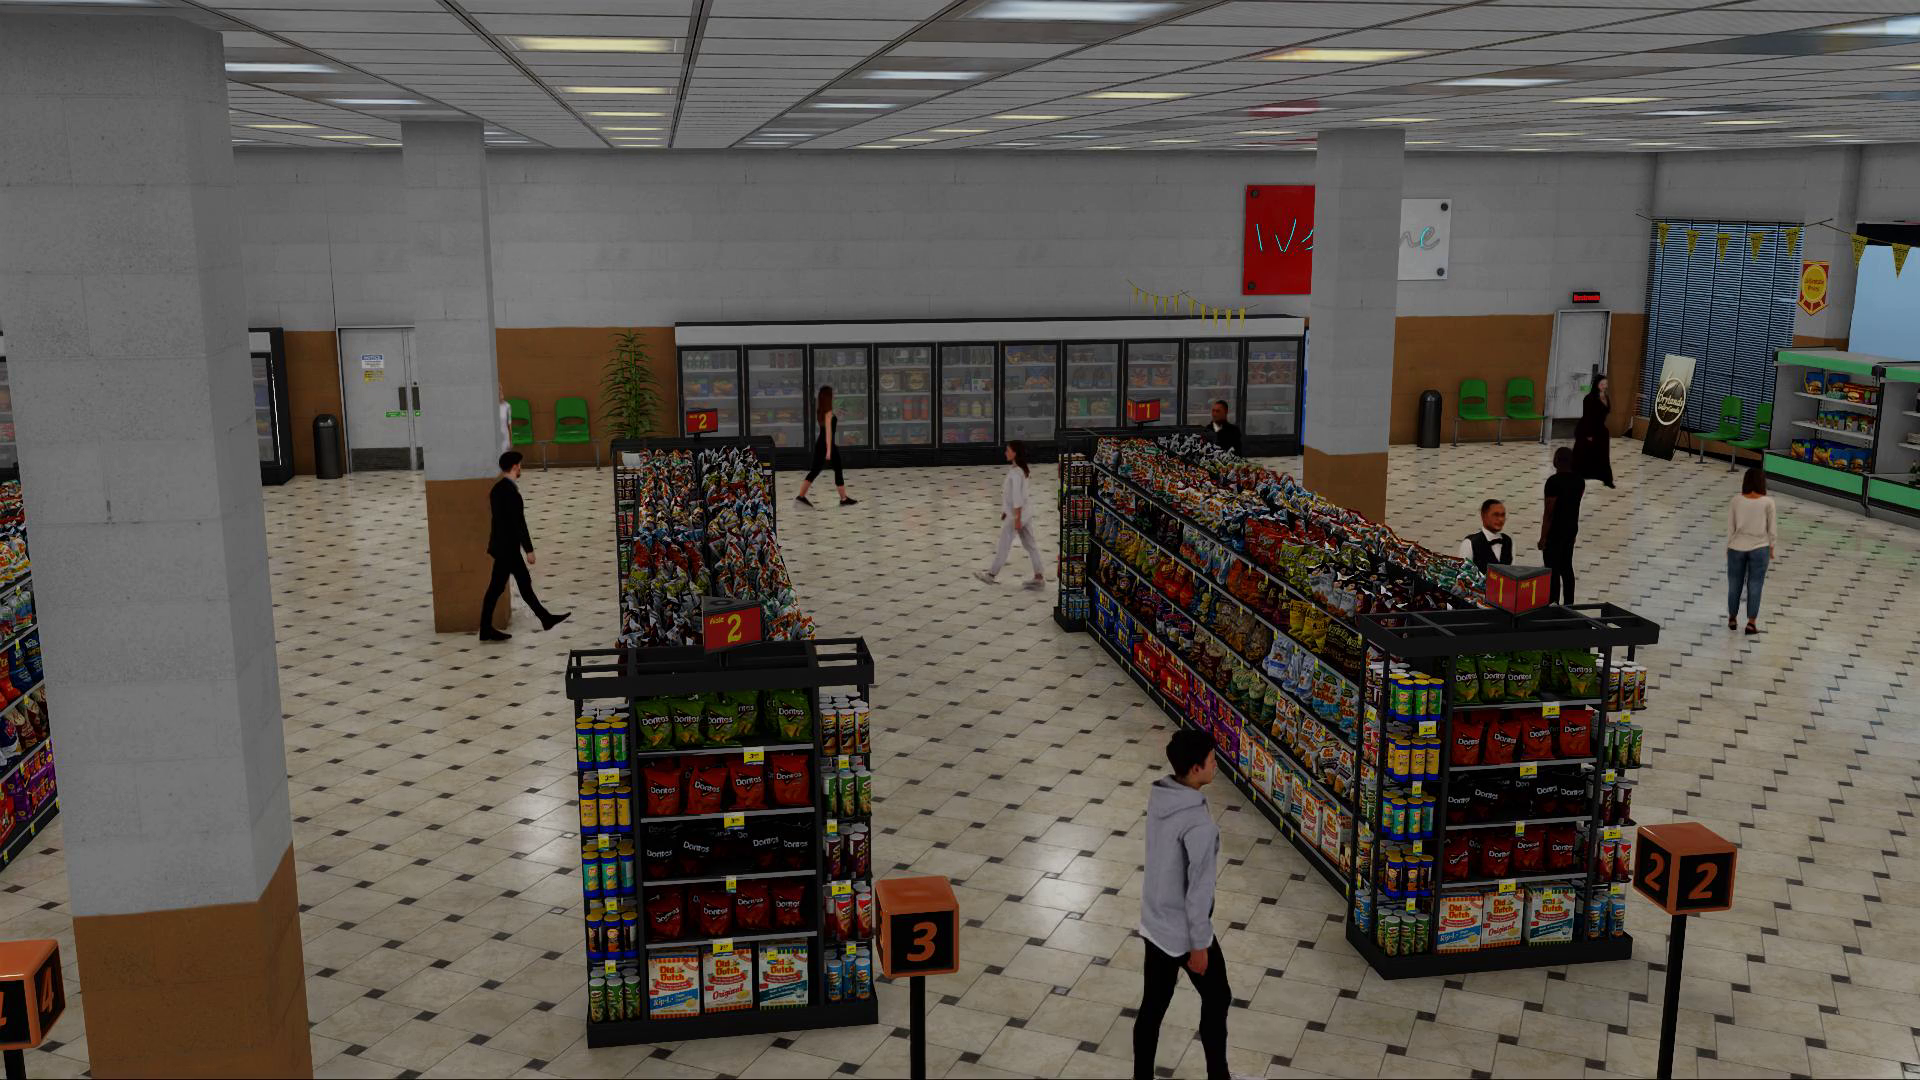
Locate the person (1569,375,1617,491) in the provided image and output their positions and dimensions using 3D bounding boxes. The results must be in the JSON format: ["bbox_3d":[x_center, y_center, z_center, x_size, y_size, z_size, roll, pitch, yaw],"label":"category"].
[{"bbox_3d":[9.204,-1.565,24.468,0.986,1.700,1.220,-10,15,-39],"label":"person"}]

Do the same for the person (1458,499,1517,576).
[{"bbox_3d":[4.305,0.602,13.651,0.728,1.918,0.618,-4,13,-18],"label":"person"}]

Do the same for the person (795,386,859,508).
[{"bbox_3d":[-1.946,-1.254,23.011,0.894,1.692,1.137,-6,13,-27],"label":"person"}]

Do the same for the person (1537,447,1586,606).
[{"bbox_3d":[6.127,-0.050,16.985,0.729,1.819,0.664,-6,13,-28],"label":"person"}]

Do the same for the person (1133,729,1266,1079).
[{"bbox_3d":[0.945,1.834,7.826,0.892,1.907,0.920,-5,13,-22],"label":"person"}]

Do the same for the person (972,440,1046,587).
[{"bbox_3d":[0.720,-0.259,18.395,0.942,1.647,1.072,3,12,13],"label":"person"}]

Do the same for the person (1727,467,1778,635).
[{"bbox_3d":[7.884,0.095,16.615,0.683,1.688,0.761,10,15,39],"label":"person"}]

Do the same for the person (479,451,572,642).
[{"bbox_3d":[-4.520,0.099,16.250,0.976,1.831,1.154,-4,13,-20],"label":"person"}]

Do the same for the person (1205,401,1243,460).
[{"bbox_3d":[3.188,-0.734,20.132,1.258,1.861,1.249,10,16,40],"label":"person"}]
